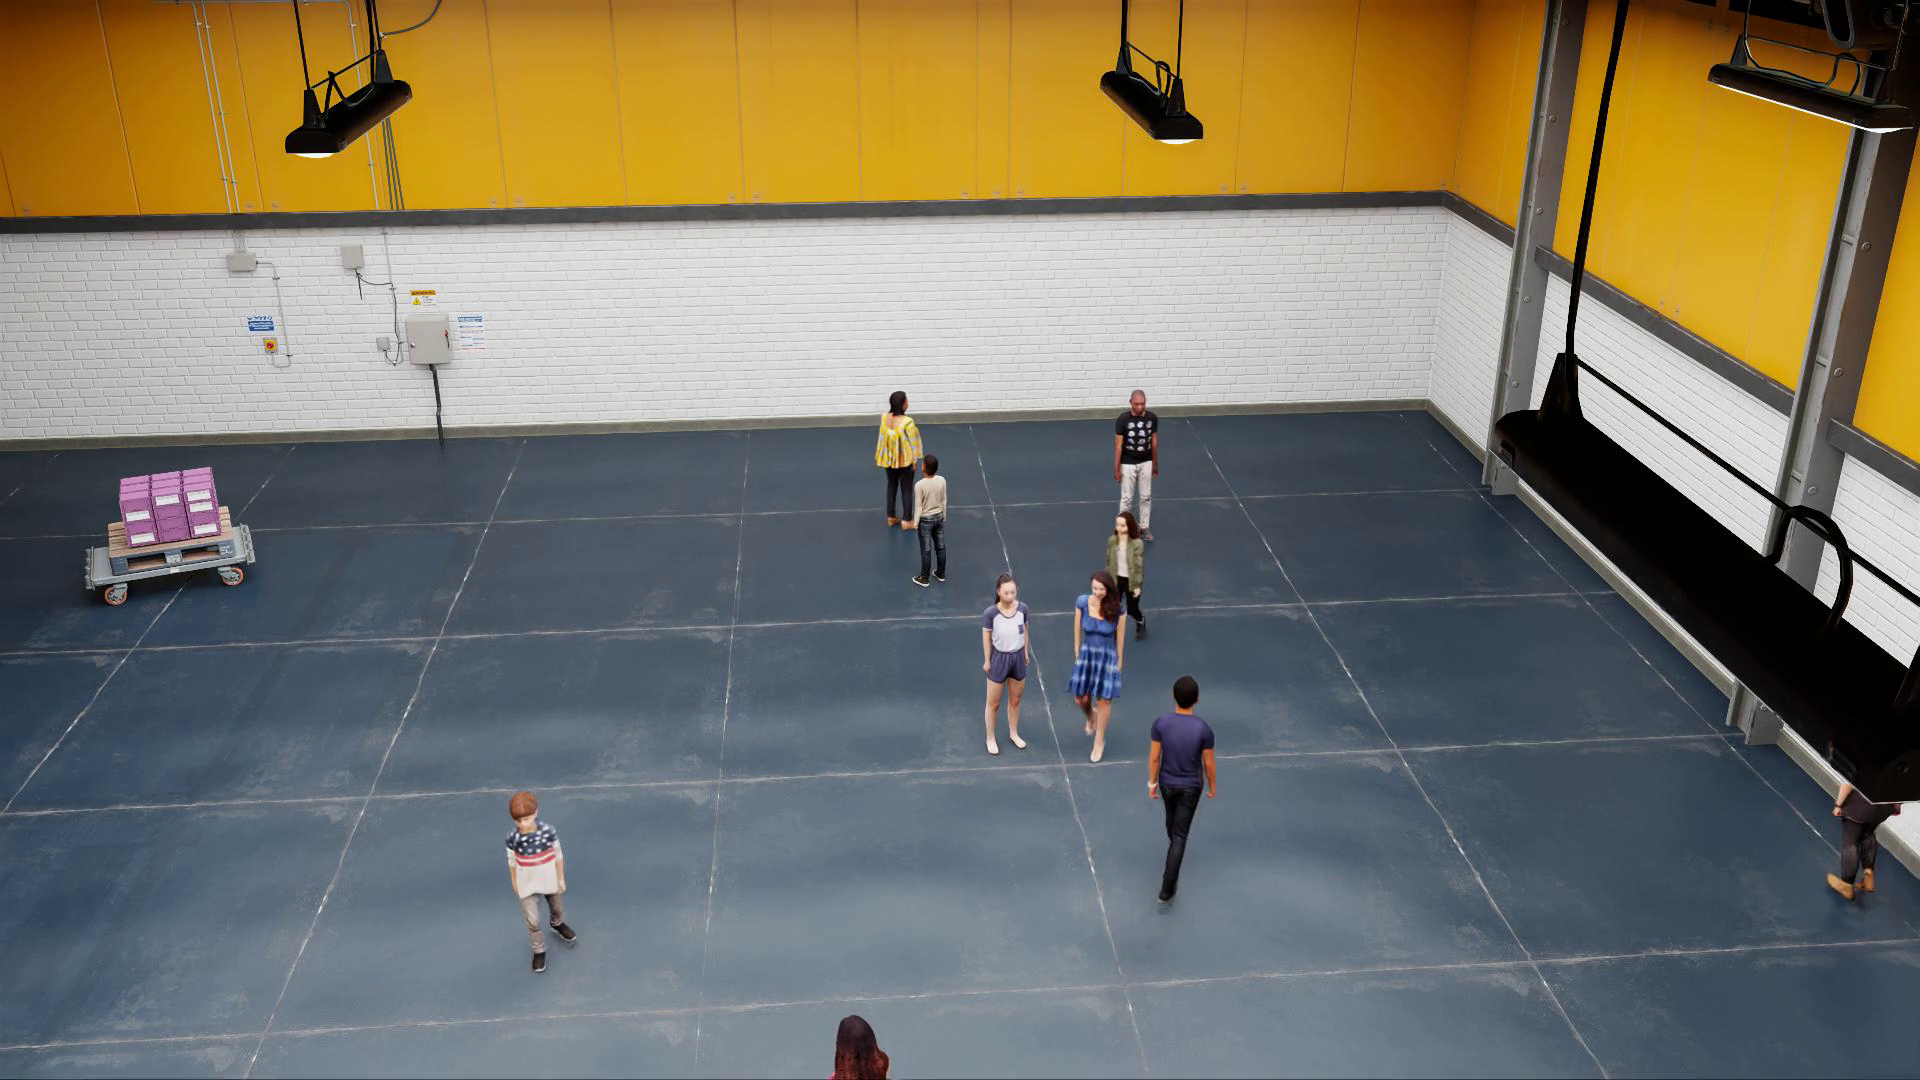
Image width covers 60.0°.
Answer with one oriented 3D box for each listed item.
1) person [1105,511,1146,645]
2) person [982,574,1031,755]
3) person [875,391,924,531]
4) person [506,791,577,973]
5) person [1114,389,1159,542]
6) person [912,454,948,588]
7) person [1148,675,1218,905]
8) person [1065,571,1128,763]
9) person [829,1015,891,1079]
[{"bbox_3d":[1.654,0.404,16.369,0.865,1.459,0.995,13,27,27],"label":"person"},{"bbox_3d":[0.395,1.076,14.592,0.656,1.651,0.631,-10,26,-22],"label":"person"},{"bbox_3d":[-0.702,-0.922,19.158,0.885,1.655,0.943,17,29,34],"label":"person"},{"bbox_3d":[-3.009,2.378,11.901,0.642,1.420,0.802,-8,25,-18],"label":"person"},{"bbox_3d":[1.993,-0.859,18.833,0.690,1.800,0.642,-5,24,-11],"label":"person"},{"bbox_3d":[-0.313,-0.217,17.783,0.634,1.464,0.644,-15,28,-30],"label":"person"},{"bbox_3d":[1.649,1.915,12.559,0.978,1.741,1.264,8,25,17],"label":"person"},{"bbox_3d":[1.220,1.061,14.443,0.815,1.798,0.895,8,25,17],"label":"person"},{"bbox_3d":[-0.538,3.392,9.296,0.721,1.649,0.772,-20,31,-39],"label":"person"}]
